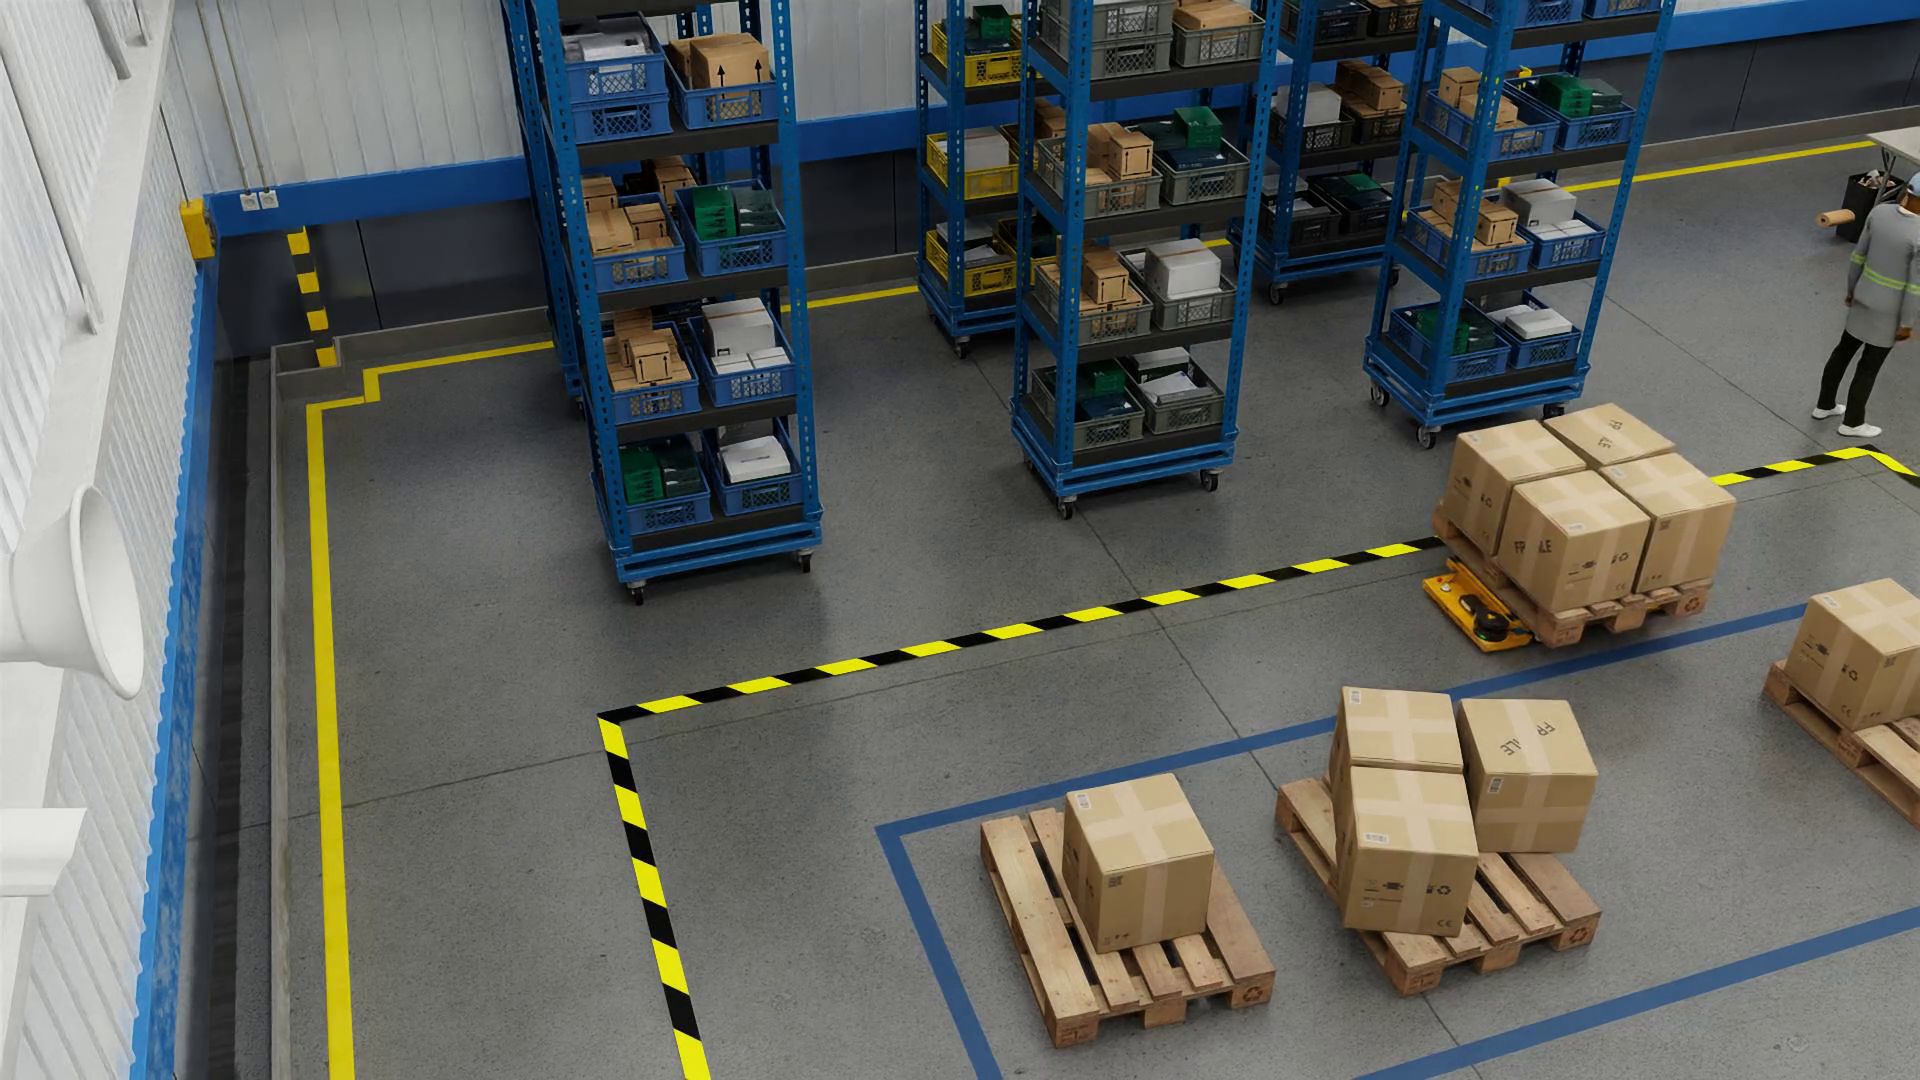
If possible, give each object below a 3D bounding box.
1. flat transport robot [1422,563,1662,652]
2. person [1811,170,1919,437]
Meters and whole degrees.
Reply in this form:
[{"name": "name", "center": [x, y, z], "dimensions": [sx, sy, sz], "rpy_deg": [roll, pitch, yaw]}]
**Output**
[{"name": "flat transport robot", "center": [3.495, 0.251, 9.676], "dimensions": [1.431, 0.197, 0.652], "rpy_deg": [-11, 37, -15]}, {"name": "person", "center": [6.048, -1.554, 10.885], "dimensions": [0.396, 1.852, 0.589], "rpy_deg": [-9, 36, -12]}]
